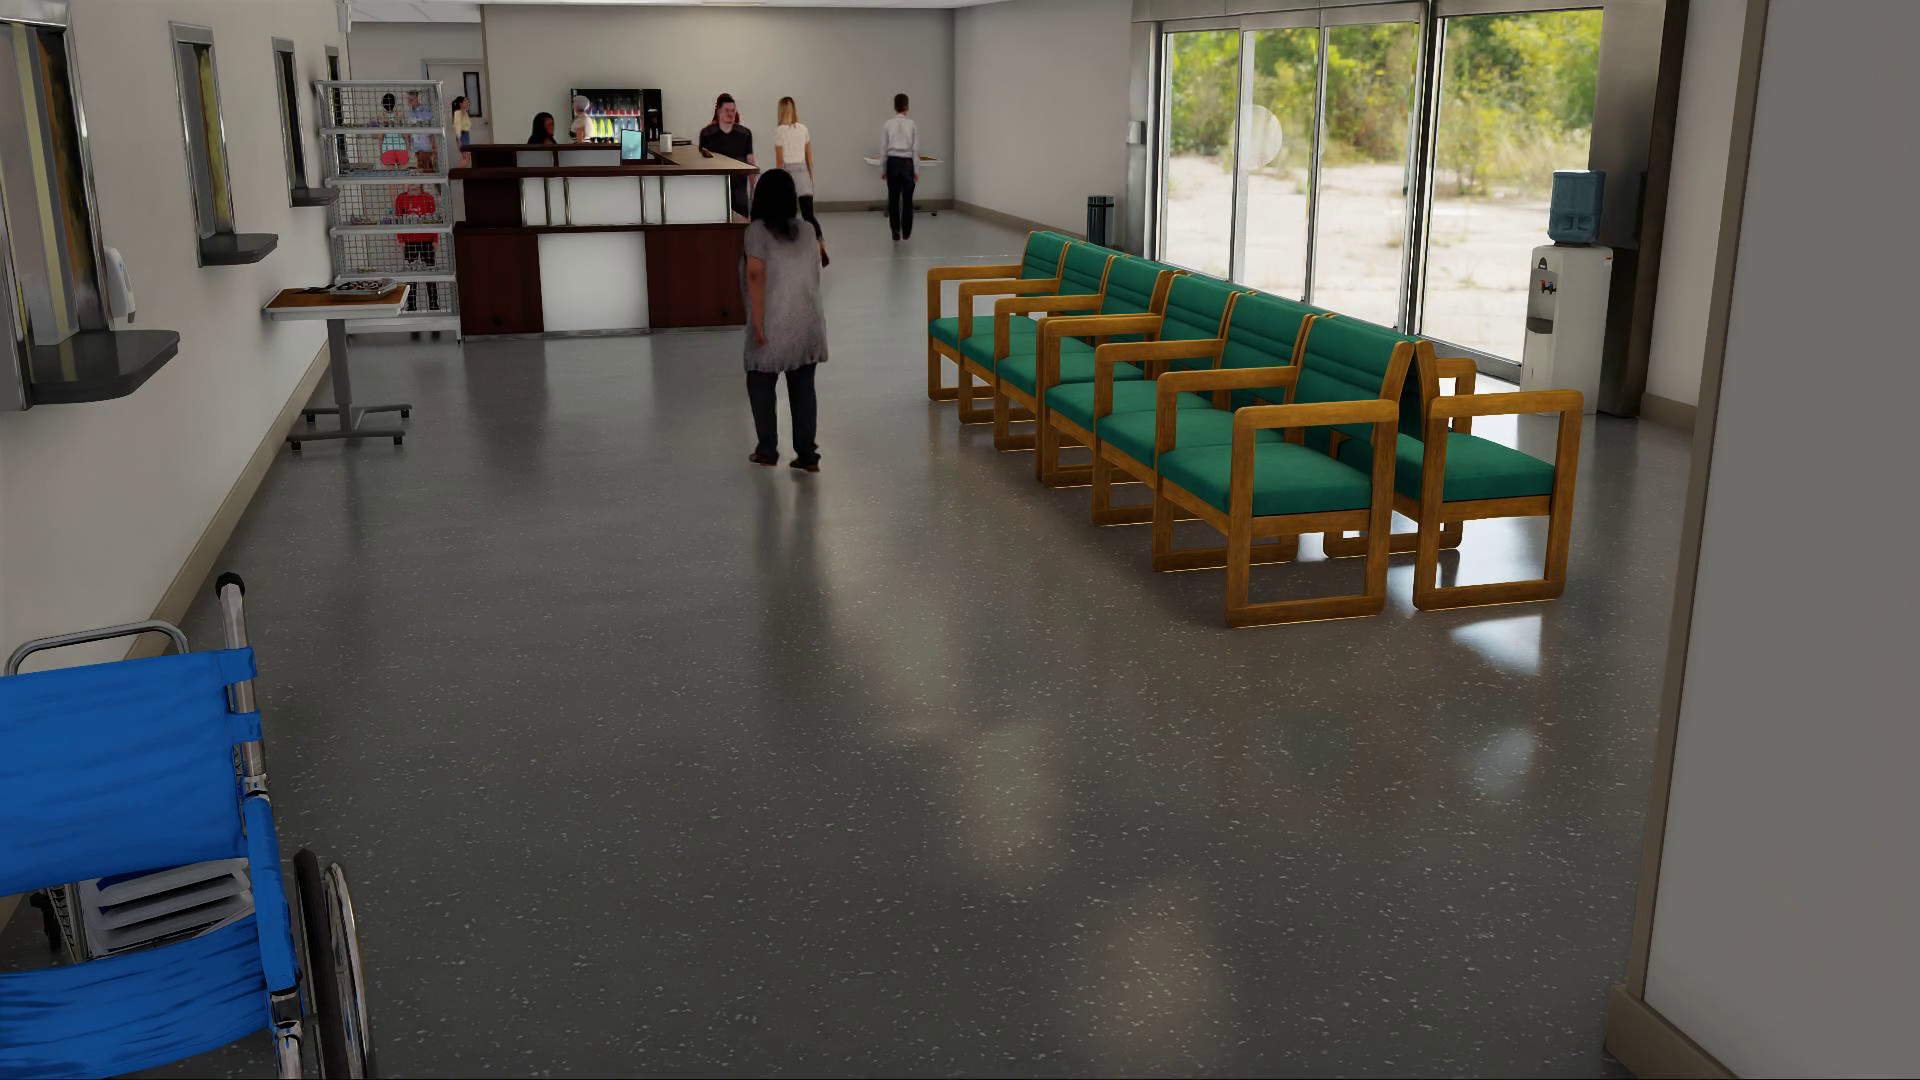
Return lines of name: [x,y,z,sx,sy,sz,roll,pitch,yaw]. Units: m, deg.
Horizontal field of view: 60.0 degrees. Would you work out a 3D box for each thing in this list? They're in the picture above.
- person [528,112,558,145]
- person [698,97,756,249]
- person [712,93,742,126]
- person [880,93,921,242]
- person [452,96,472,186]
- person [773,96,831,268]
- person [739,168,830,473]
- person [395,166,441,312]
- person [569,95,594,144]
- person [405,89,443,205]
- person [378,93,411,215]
person: [-4.932,-4.231,19.671,0.773,1.614,0.747,4,16,13]
person: [-2.306,-3.421,16.398,0.791,1.831,0.836,-2,16,-8]
person: [-2.813,-4.390,19.920,1.060,1.785,1.172,15,22,43]
person: [-0.748,-4.568,20.553,1.202,1.784,0.969,1,16,2]
person: [-9.372,-7.461,31.122,0.725,1.618,0.717,0,16,-1]
person: [-1.710,-3.723,17.567,1.194,1.778,0.862,-7,17,-25]
person: [-0.902,-1.122,8.725,0.786,1.569,0.820,-14,21,-41]
person: [-4.735,-2.614,14.547,0.444,1.283,0.565,-5,16,-17]
person: [-5.189,-5.302,23.228,0.899,1.745,0.817,4,16,15]
person: [-8.352,-6.114,26.067,1.094,1.767,1.253,12,20,37]
person: [-8.449,-5.771,24.856,0.555,1.765,0.665,-6,17,-21]
